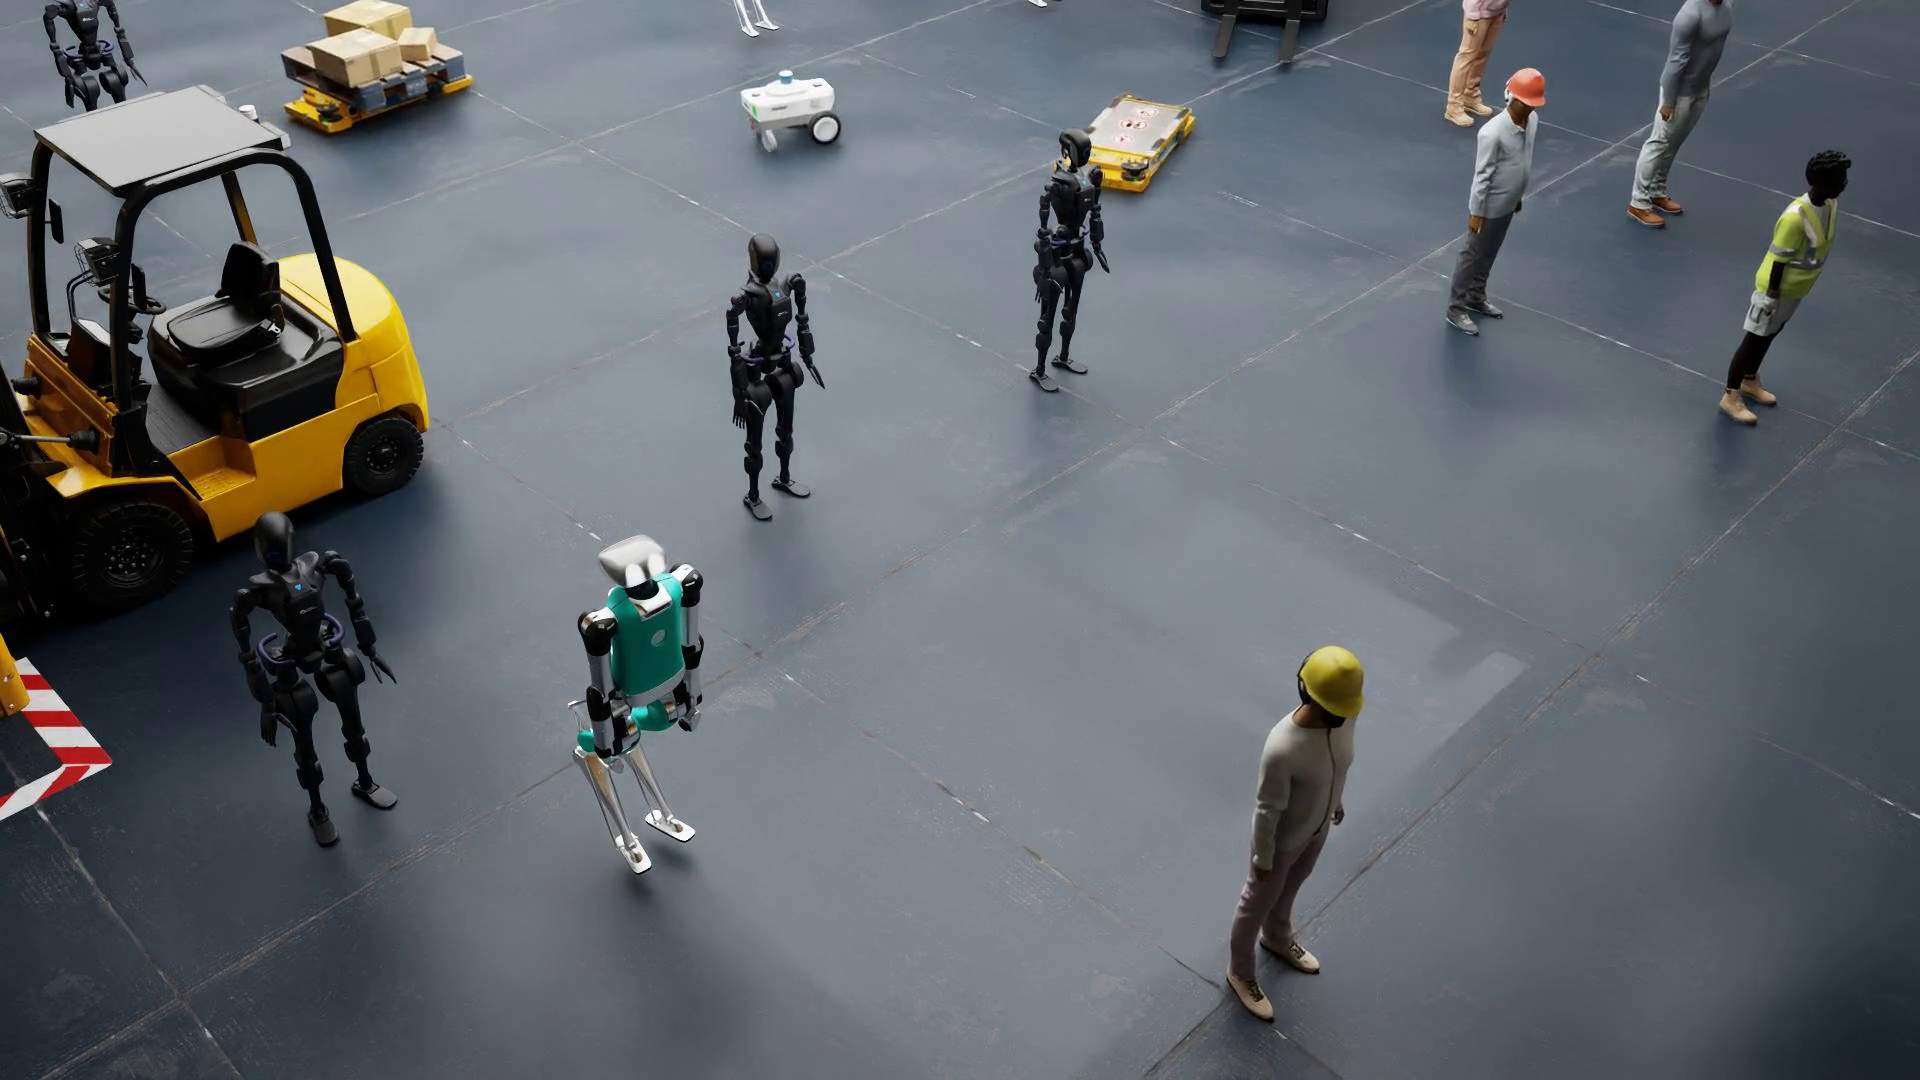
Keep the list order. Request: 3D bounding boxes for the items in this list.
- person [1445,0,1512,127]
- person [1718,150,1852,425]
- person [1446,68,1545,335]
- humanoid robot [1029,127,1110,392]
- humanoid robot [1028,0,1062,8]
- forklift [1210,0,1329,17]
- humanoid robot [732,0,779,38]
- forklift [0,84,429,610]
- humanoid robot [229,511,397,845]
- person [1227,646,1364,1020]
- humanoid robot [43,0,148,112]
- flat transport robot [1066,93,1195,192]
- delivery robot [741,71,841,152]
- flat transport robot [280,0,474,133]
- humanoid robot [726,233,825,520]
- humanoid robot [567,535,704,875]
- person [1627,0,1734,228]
[{"bbox_3d":[4.248,-4.279,13.459,0.524,1.782,0.406,-29,46,-33],"label":"person"},{"bbox_3d":[4.877,-1.502,9.813,0.536,1.695,0.321,-29,46,-33],"label":"person"},{"bbox_3d":[3.470,-2.185,10.682,0.563,1.748,0.336,-29,46,-33],"label":"person"},{"bbox_3d":[0.658,-1.720,10.111,0.599,1.657,0.315,-31,47,-34],"label":"humanoid robot"},{"bbox_3d":[0.763,-5.880,15.529,0.533,1.677,0.735,-31,47,-34],"label":"humanoid robot"},{"bbox_3d":[3.106,-6.400,15.960,1.214,2.155,2.313,8,37,10],"label":"forklift"},{"bbox_3d":[-1.902,-5.403,14.891,0.533,1.677,0.735,-31,47,-34],"label":"humanoid robot"},{"bbox_3d":[-4.145,-1.093,8.856,2.313,2.155,1.214,-31,47,-34],"label":"forklift"},{"bbox_3d":[-2.728,0.563,7.056,0.599,1.655,0.315,-31,47,-34],"label":"humanoid robot"},{"bbox_3d":[1.292,1.085,6.295,0.525,1.765,0.326,-29,46,-33],"label":"person"},{"bbox_3d":[-6.502,-3.543,12.552,0.599,1.655,0.315,-31,47,-34],"label":"humanoid robot"},{"bbox_3d":[1.358,-3.175,13.247,0.659,0.231,1.431,14,39,18],"label":"flat transport robot"},{"bbox_3d":[-1.347,-3.472,13.419,0.783,0.611,0.524,-14,39,-18],"label":"delivery robot"},{"bbox_3d":[-4.930,-3.829,14.122,0.659,0.231,1.431,27,45,32],"label":"flat transport robot"},{"bbox_3d":[-1.018,-0.902,9.017,0.599,1.655,0.315,-31,47,-34],"label":"humanoid robot"},{"bbox_3d":[-1.392,0.612,6.839,0.533,1.677,0.735,-31,47,-34],"label":"humanoid robot"},{"bbox_3d":[5.204,-3.217,11.910,0.628,1.938,0.371,-29,46,-33],"label":"person"}]
